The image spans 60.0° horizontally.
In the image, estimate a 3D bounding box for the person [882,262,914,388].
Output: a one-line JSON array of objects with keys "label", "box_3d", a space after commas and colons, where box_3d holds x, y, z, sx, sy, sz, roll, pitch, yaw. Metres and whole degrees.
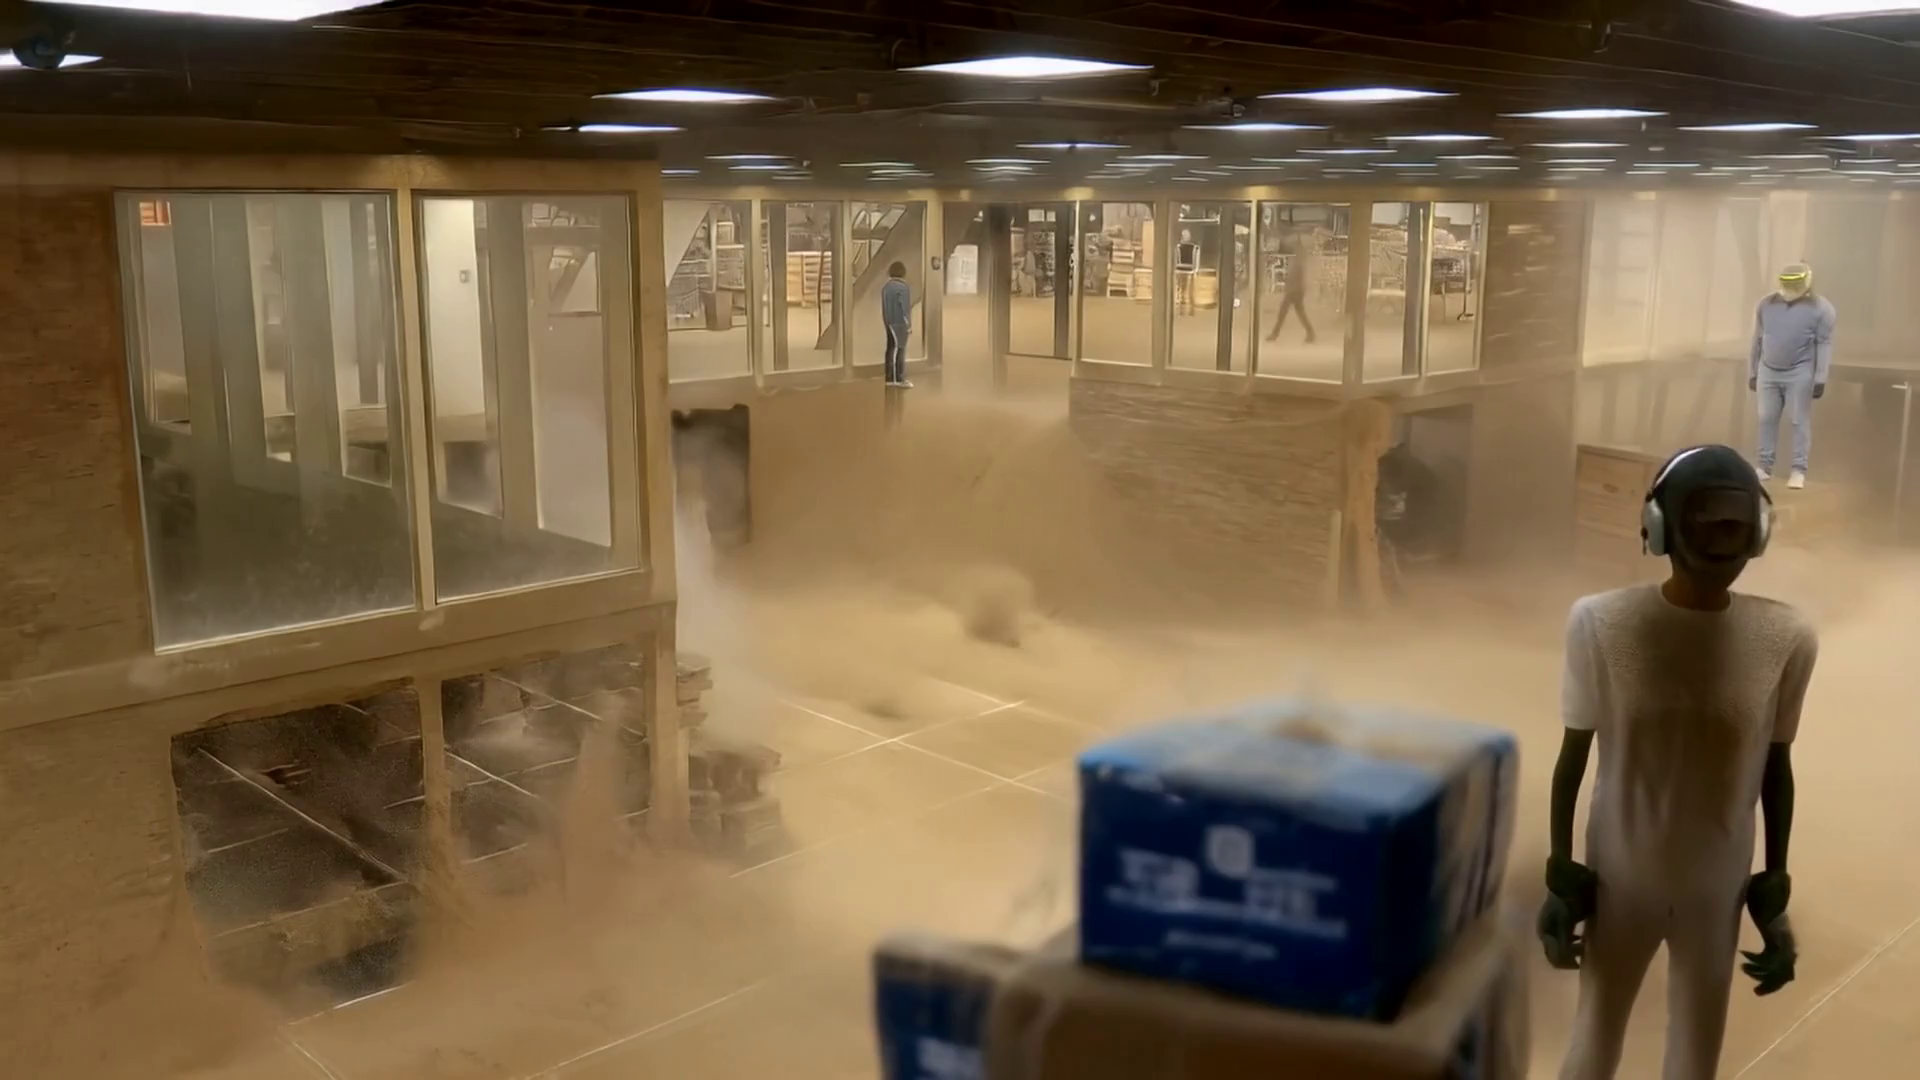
[{"label": "person", "box_3d": [-0.820, -2.804, 21.697, 0.265, 1.631, 0.507, -9, 15, -39]}]

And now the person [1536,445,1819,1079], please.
[{"label": "person", "box_3d": [1.454, 0.729, 3.415, 0.508, 1.874, 0.329, 1, 11, 7]}]

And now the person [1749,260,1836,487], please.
[{"label": "person", "box_3d": [6.966, -1.399, 14.004, 0.400, 1.899, 0.646, -9, 15, -39]}]
